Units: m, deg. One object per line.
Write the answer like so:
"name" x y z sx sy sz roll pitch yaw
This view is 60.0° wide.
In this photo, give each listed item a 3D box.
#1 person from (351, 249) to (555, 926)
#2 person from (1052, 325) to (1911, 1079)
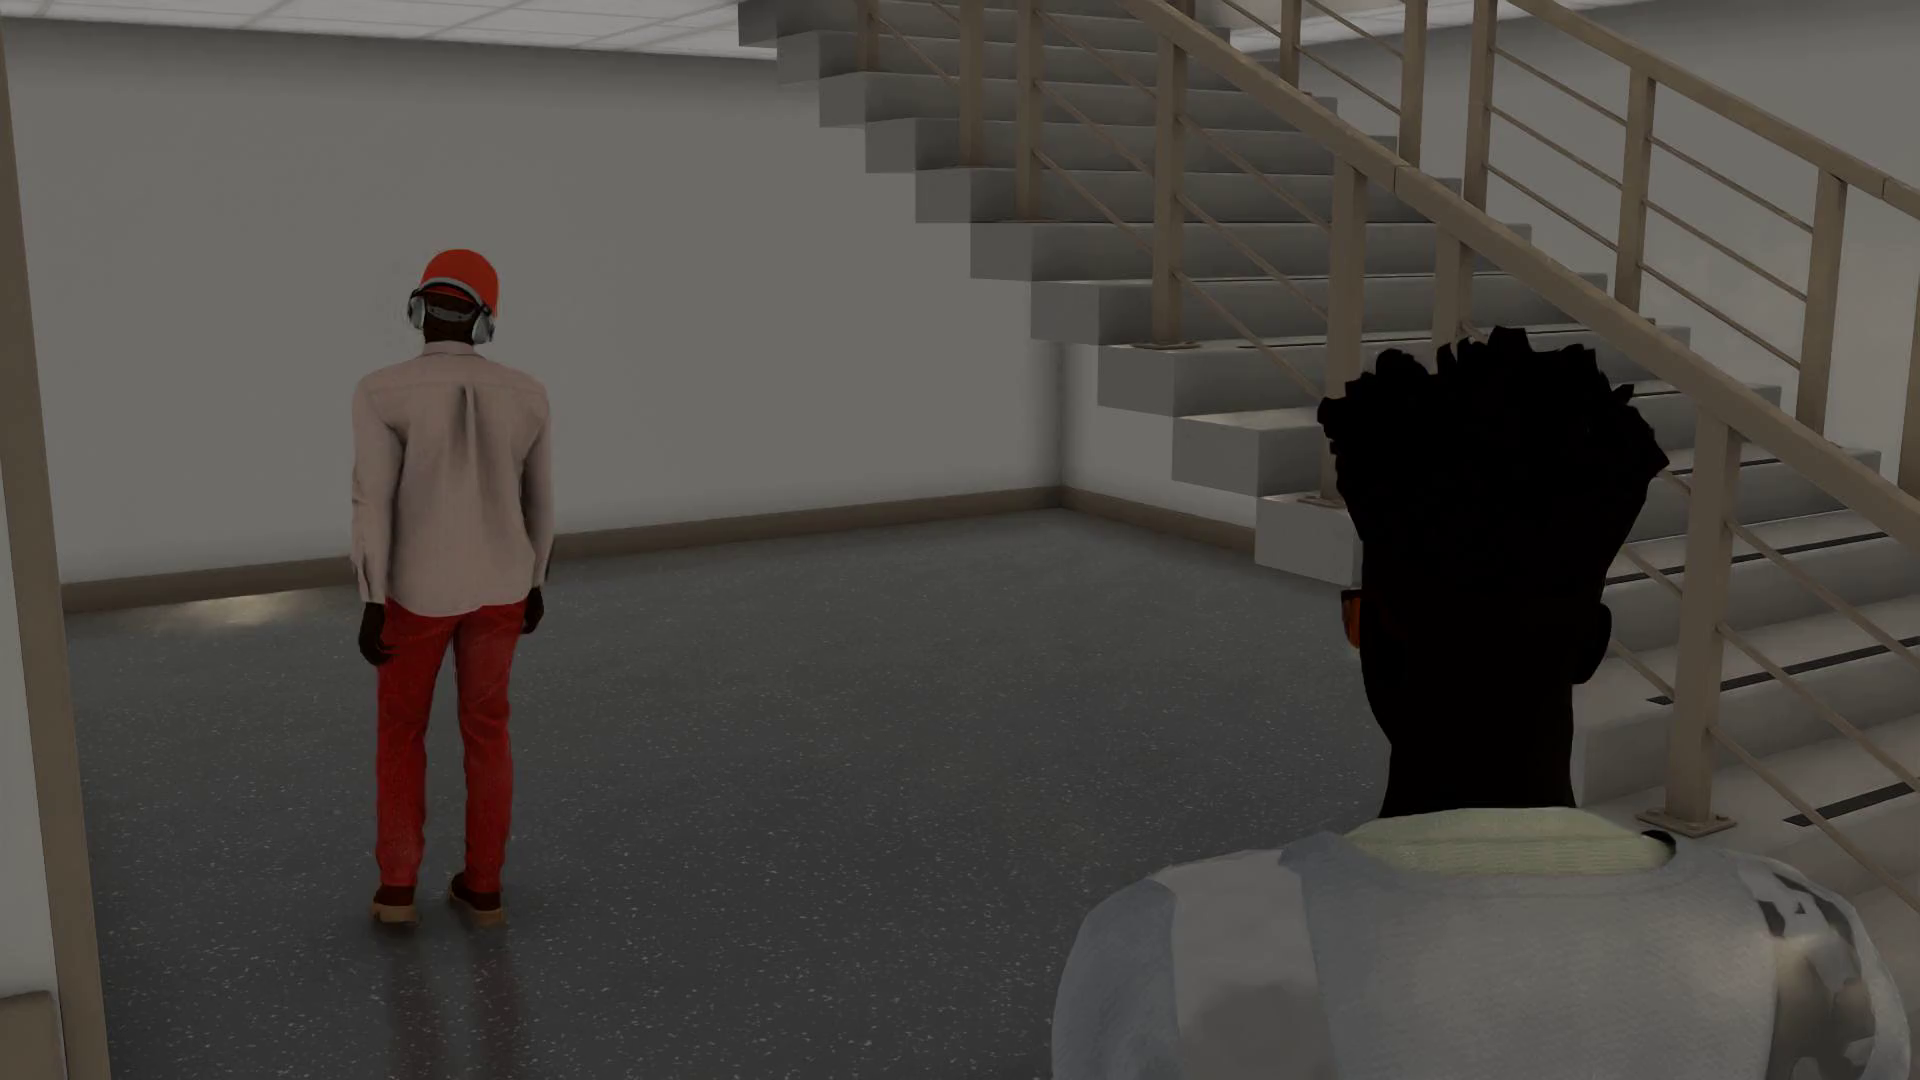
"person" -1.467 0.136 4.875 0.651 1.944 0.552 -8 14 -37
"person" 0.348 0.822 1.268 0.620 1.951 0.389 -2 11 -8
